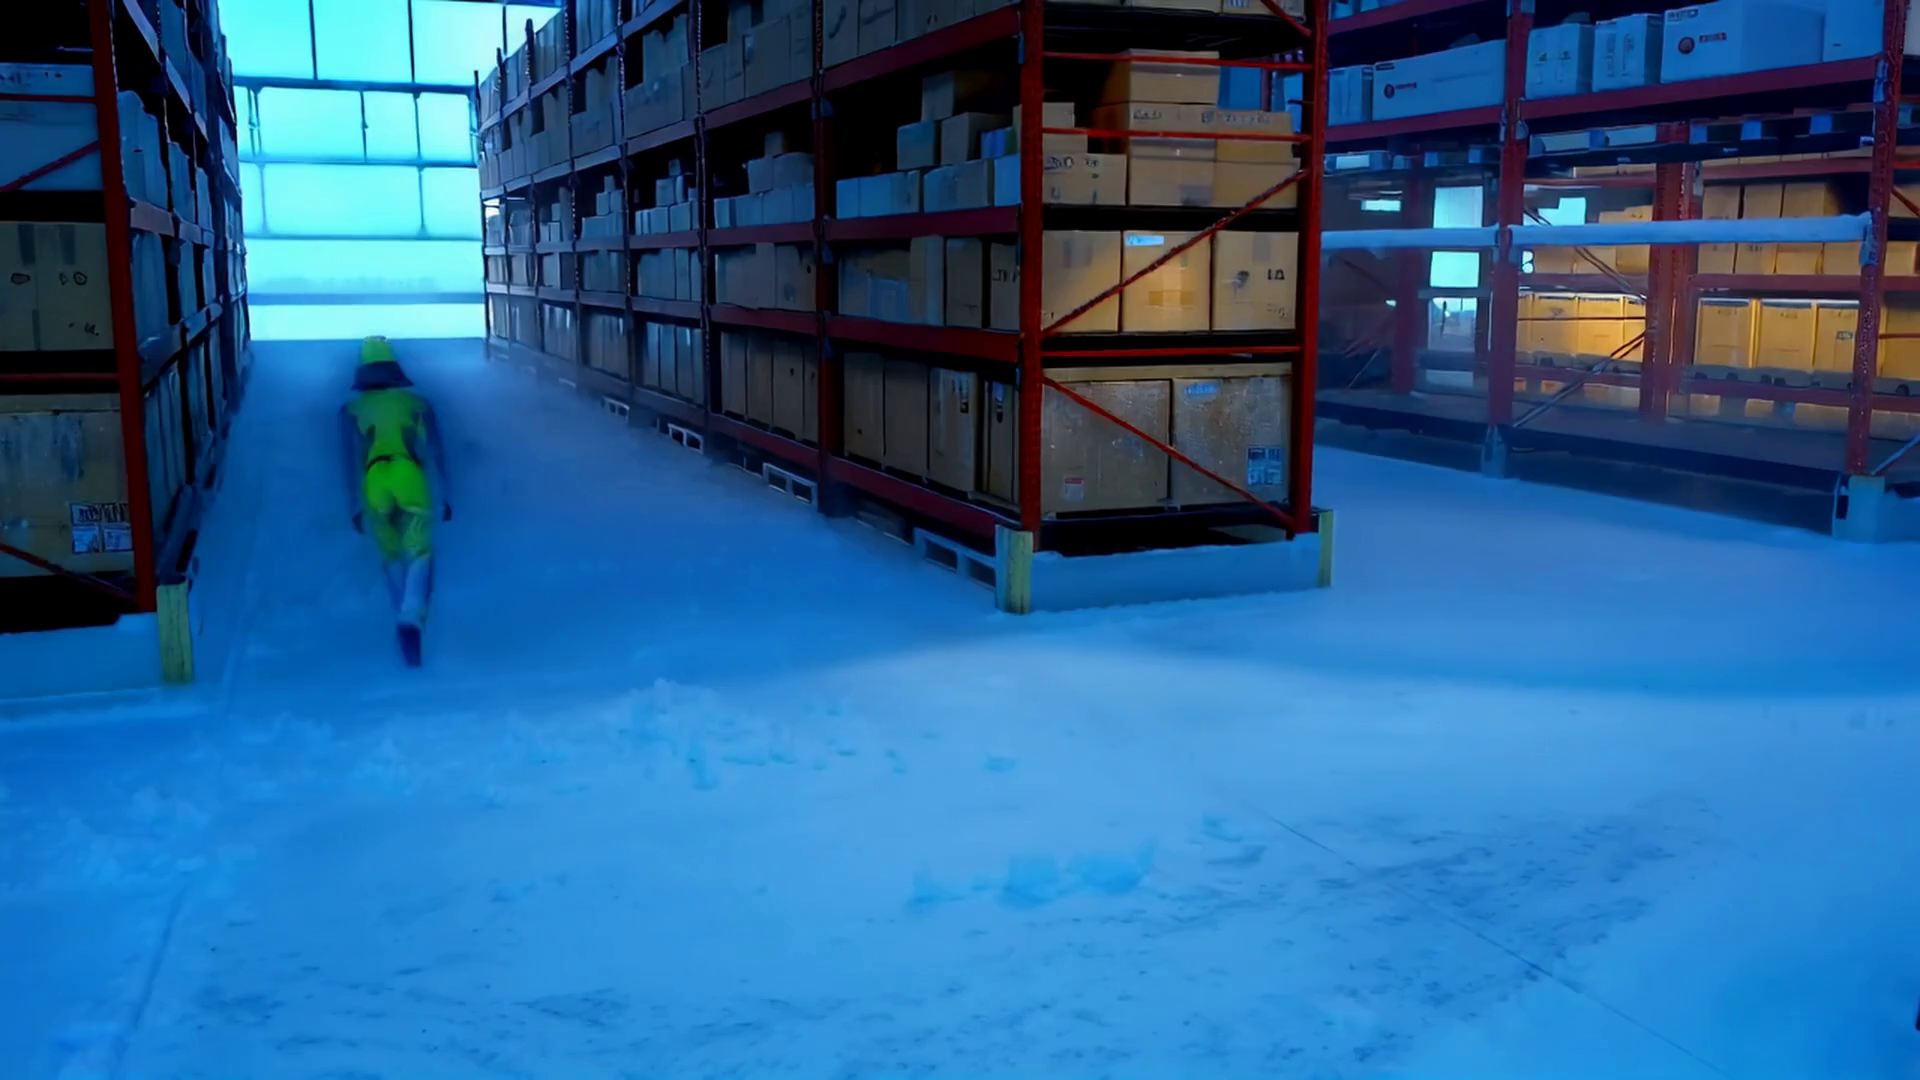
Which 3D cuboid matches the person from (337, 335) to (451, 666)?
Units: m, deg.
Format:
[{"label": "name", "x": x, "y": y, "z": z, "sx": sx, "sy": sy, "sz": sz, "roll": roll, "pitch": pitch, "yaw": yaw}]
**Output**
[{"label": "person", "x": -2.924, "y": -0.207, "z": 8.631, "sx": 0.528, "sy": 1.703, "sz": 0.773, "roll": -3, "pitch": 10, "yaw": -19}]
